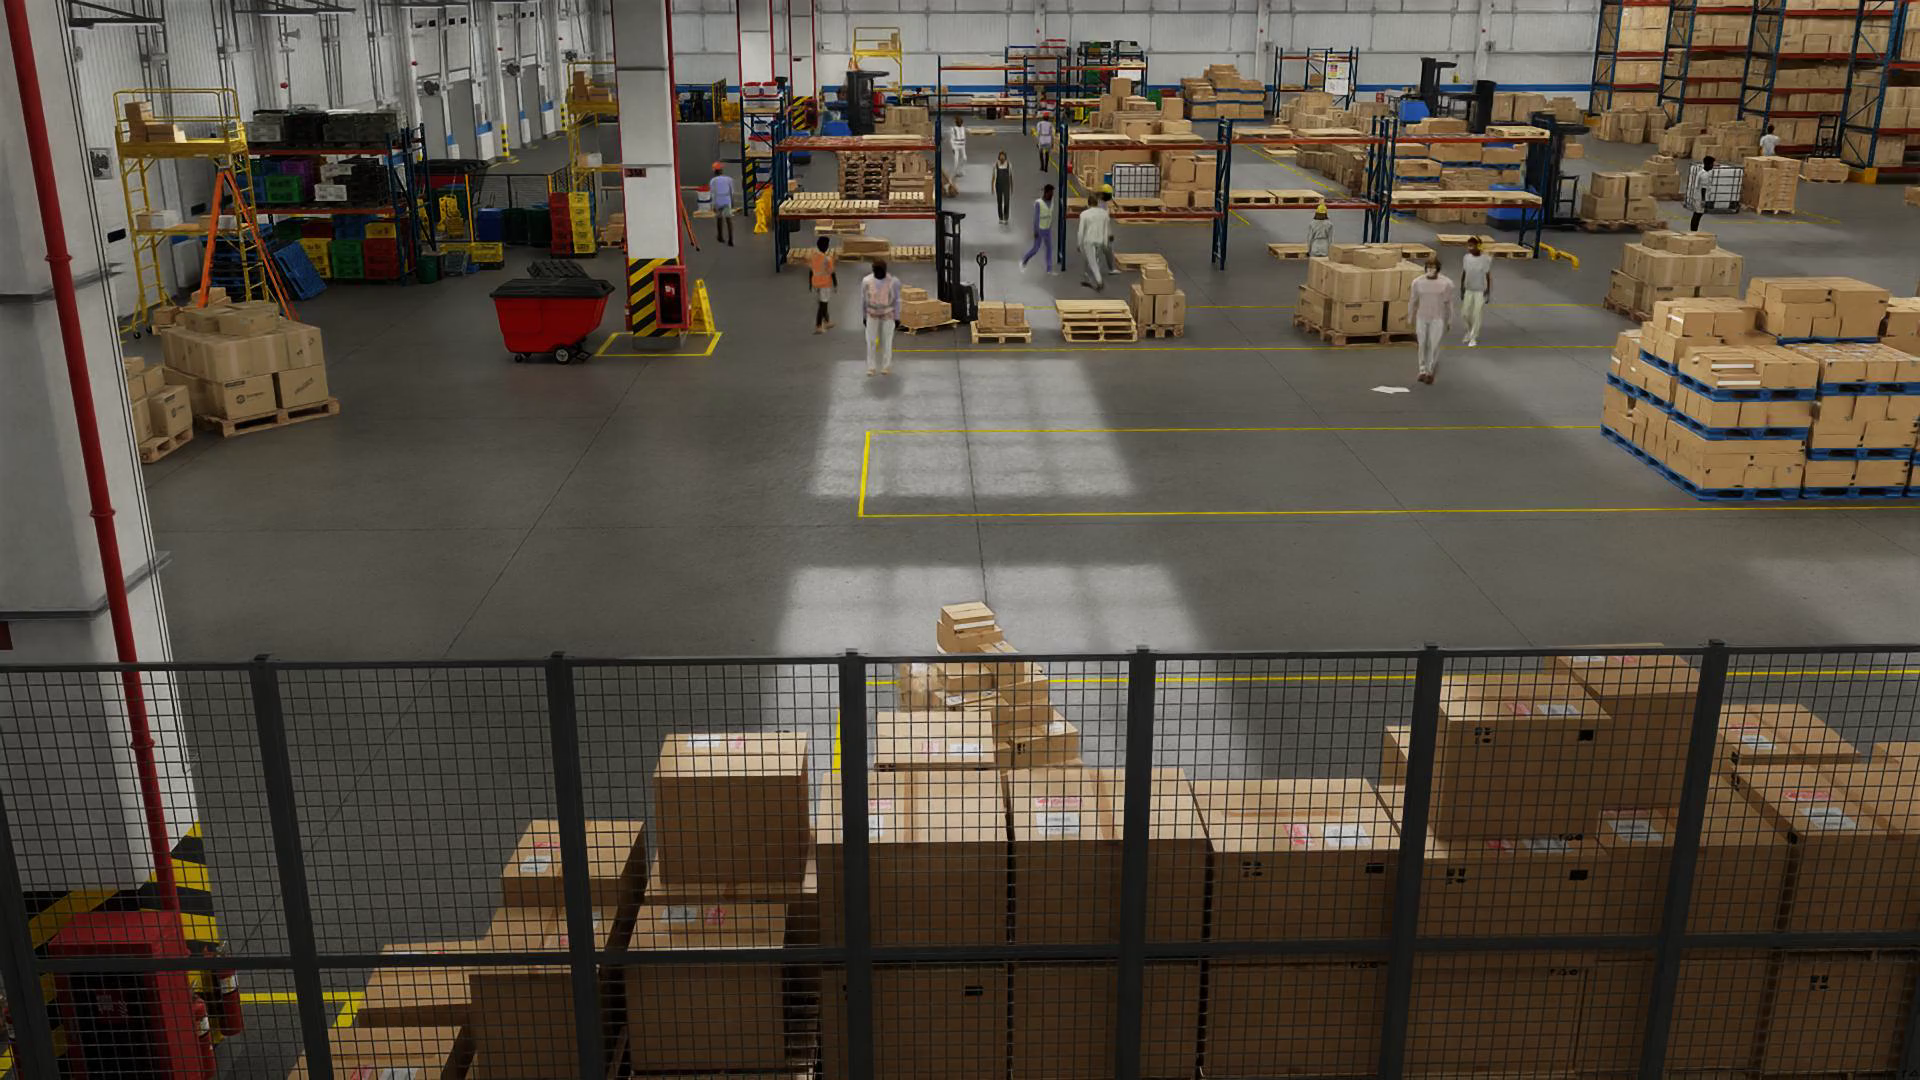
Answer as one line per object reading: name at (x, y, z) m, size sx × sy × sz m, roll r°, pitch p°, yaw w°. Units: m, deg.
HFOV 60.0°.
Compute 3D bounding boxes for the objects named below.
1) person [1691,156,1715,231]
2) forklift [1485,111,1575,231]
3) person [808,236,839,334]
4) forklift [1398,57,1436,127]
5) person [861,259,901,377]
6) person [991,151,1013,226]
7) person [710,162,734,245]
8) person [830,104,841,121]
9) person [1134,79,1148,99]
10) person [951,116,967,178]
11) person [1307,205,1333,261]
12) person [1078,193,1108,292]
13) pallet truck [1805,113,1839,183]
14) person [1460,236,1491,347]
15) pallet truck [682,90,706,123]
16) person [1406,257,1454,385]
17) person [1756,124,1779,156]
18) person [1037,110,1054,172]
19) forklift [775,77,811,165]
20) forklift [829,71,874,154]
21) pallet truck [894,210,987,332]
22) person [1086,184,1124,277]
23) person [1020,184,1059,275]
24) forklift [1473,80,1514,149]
person at (17.461, -8.050, 39.165) m, size 0.371 × 1.963 × 0.608 m, roll 4°, pitch 19°, yaw 13°
forklift at (14.030, -9.004, 40.583) m, size 1.873 × 2.768 × 1.129 m, roll -1°, pitch 19°, yaw -2°
person at (-2.306, -4.445, 28.909) m, size 0.555 × 1.665 × 0.774 m, roll 14°, pitch 23°, yaw 36°
forklift at (19.254, -18.500, 68.753) m, size 1.873 × 2.768 × 1.129 m, roll -1°, pitch 19°, yaw -1°
person at (-1.227, -3.412, 25.638) m, size 0.630 × 1.821 × 0.700 m, roll 1°, pitch 19°, yaw 4°
person at (1.053, -8.768, 41.528) m, size 0.542 × 1.800 × 0.928 m, roll 0°, pitch 19°, yaw 1°
person at (-5.479, -7.792, 38.529) m, size 0.576 × 1.895 × 0.968 m, roll -6°, pitch 20°, yaw -19°
person at (-4.548, -14.990, 60.270) m, size 0.571 × 1.617 × 0.536 m, roll 16°, pitch 24°, yaw 39°
person at (7.563, -18.331, 69.703) m, size 0.635 × 1.937 × 0.352 m, roll -4°, pitch 19°, yaw -13°
person at (-0.003, -12.136, 51.437) m, size 0.594 × 1.858 × 0.652 m, roll -10°, pitch 21°, yaw -28°
person at (6.991, -5.645, 32.367) m, size 0.483 × 1.745 × 0.299 m, roll 1°, pitch 19°, yaw 4°
person at (2.654, -5.867, 32.801) m, size 0.642 × 1.903 × 0.967 m, roll -10°, pitch 21°, yaw -27°
pallet truck at (26.403, -11.957, 50.702) m, size 0.823 × 1.965 × 1.885 m, roll 6°, pitch 19°, yaw 16°
person at (8.597, -4.134, 27.724) m, size 0.563 × 1.846 × 0.404 m, roll 12°, pitch 22°, yaw 32°
pallet truck at (-9.671, -15.907, 62.421) m, size 0.823 × 1.965 × 1.885 m, roll 5°, pitch 19°, yaw 15°
person at (7.062, -3.298, 25.130) m, size 0.665 × 1.914 × 0.723 m, roll 9°, pitch 20°, yaw 24°
person at (23.693, -11.265, 48.872) m, size 0.565 × 1.847 × 0.672 m, roll 4°, pitch 19°, yaw 11°
person at (2.736, -12.770, 53.243) m, size 0.565 × 1.910 × 0.693 m, roll 0°, pitch 19°, yaw -1°
forklift at (-5.920, -13.893, 55.085) m, size 1.873 × 2.768 × 1.129 m, roll -1°, pitch 19°, yaw -1°
forklift at (-3.629, -15.158, 58.838) m, size 1.873 × 2.768 × 1.129 m, roll 9°, pitch 21°, yaw 25°
pallet truck at (-0.493, -4.759, 29.349) m, size 1.885 × 1.965 × 0.823 m, roll -13°, pitch 23°, yaw -34°
person at (3.031, -6.365, 34.286) m, size 0.885 × 1.890 × 0.613 m, roll 2°, pitch 19°, yaw 5°
person at (1.670, -6.477, 34.646) m, size 0.859 × 1.872 × 0.644 m, roll 15°, pitch 24°, yaw 38°
forklift at (16.708, -13.248, 53.174) m, size 1.873 × 2.768 × 1.129 m, roll -1°, pitch 19°, yaw -1°
